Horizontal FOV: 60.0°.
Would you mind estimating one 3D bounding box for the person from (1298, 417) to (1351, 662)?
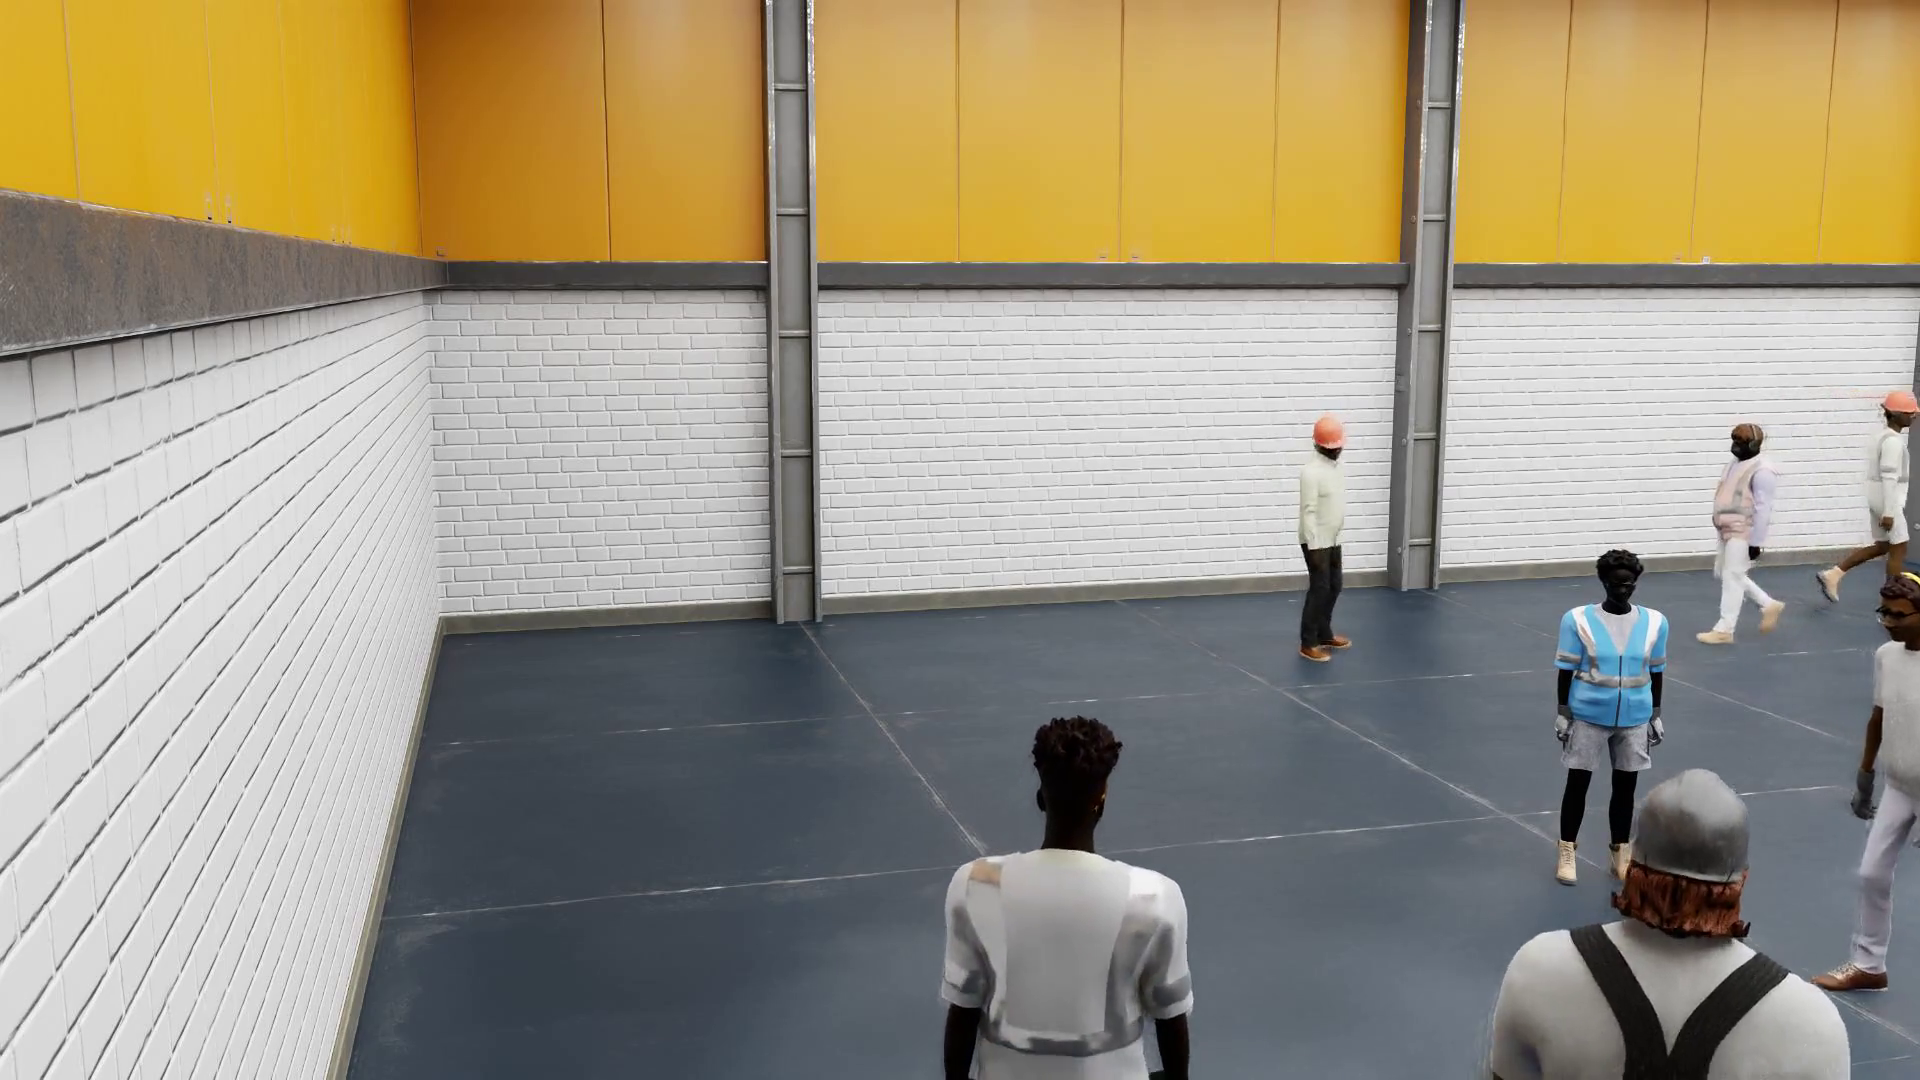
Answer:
[{"bbox_3d":[2.870,-0.010,13.000,0.437,1.942,0.766,6,11,35],"label":"person"}]

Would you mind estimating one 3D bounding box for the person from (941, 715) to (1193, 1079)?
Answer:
[{"bbox_3d":[0.280,1.387,4.280,0.626,1.931,0.667,2,9,9],"label":"person"}]

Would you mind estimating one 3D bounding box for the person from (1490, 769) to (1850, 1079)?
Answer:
[{"bbox_3d":[1.468,1.456,3.534,0.684,2.000,0.914,4,10,24],"label":"person"}]

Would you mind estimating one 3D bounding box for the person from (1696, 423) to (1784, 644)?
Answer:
[{"bbox_3d":[6.431,-0.053,13.601,0.668,1.824,0.640,0,9,2],"label":"person"}]

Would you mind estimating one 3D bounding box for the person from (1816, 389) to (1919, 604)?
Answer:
[{"bbox_3d":[8.179,-0.339,14.811,0.788,2.020,0.617,3,10,18],"label":"person"}]

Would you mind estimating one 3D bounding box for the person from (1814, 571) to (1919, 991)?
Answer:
[{"bbox_3d":[3.961,1.045,6.739,0.534,1.842,0.768,-3,9,-16],"label":"person"}]

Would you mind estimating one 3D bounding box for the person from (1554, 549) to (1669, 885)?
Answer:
[{"bbox_3d":[3.207,0.877,8.221,0.541,1.693,0.316,1,9,6],"label":"person"}]
